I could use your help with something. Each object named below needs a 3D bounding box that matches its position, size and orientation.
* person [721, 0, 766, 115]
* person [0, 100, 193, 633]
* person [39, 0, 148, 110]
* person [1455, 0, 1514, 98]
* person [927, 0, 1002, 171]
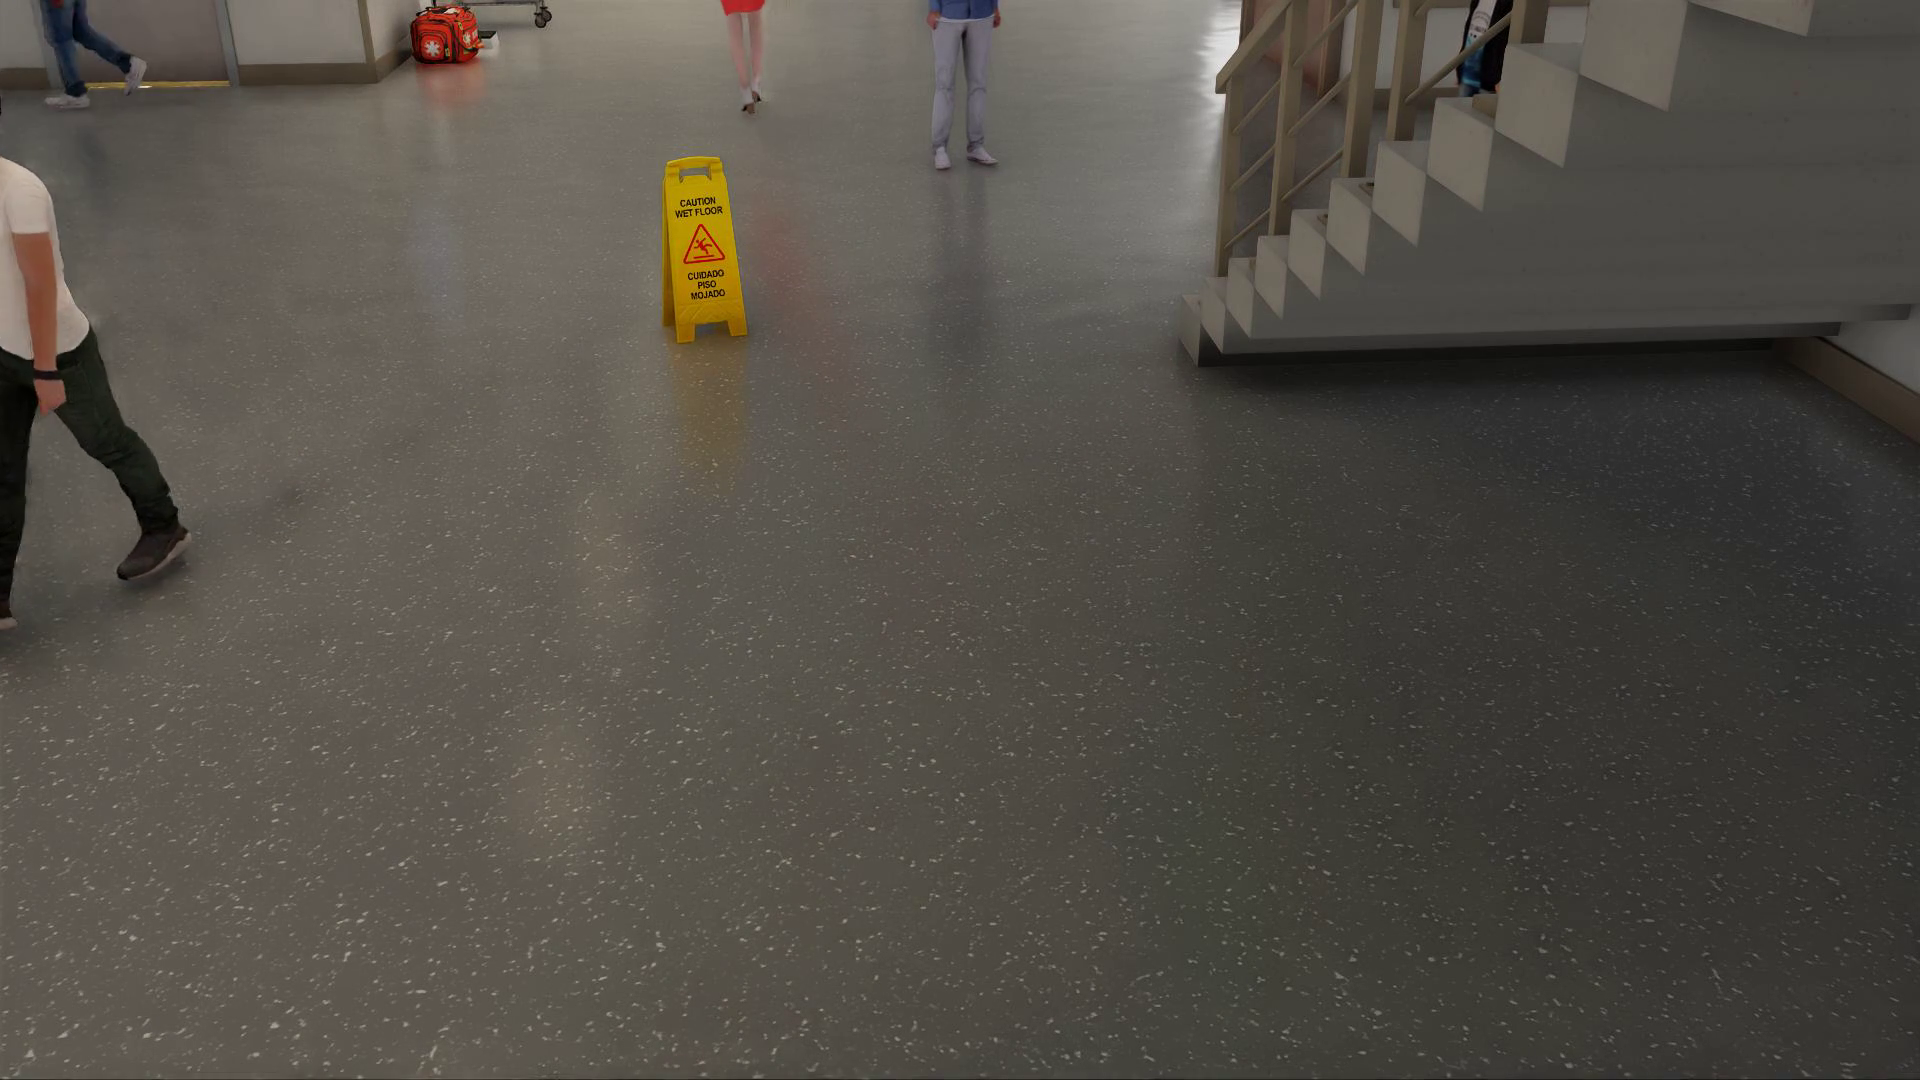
[{"bbox_3d":[-1.510,-3.886,11.570,0.676,1.814,0.689,-7,27,-14],"label":"person"},{"bbox_3d":[-2.652,-0.558,4.903,0.896,1.610,1.197,9,27,17],"label":"person"},{"bbox_3d":[-6.270,-3.977,11.784,0.714,1.793,0.876,-4,26,-7],"label":"person"},{"bbox_3d":[2.970,-2.639,9.407,0.662,1.446,0.550,-12,28,-24],"label":"person"},{"bbox_3d":[0.015,-3.247,10.164,0.717,1.884,0.678,-10,28,-20],"label":"person"}]
